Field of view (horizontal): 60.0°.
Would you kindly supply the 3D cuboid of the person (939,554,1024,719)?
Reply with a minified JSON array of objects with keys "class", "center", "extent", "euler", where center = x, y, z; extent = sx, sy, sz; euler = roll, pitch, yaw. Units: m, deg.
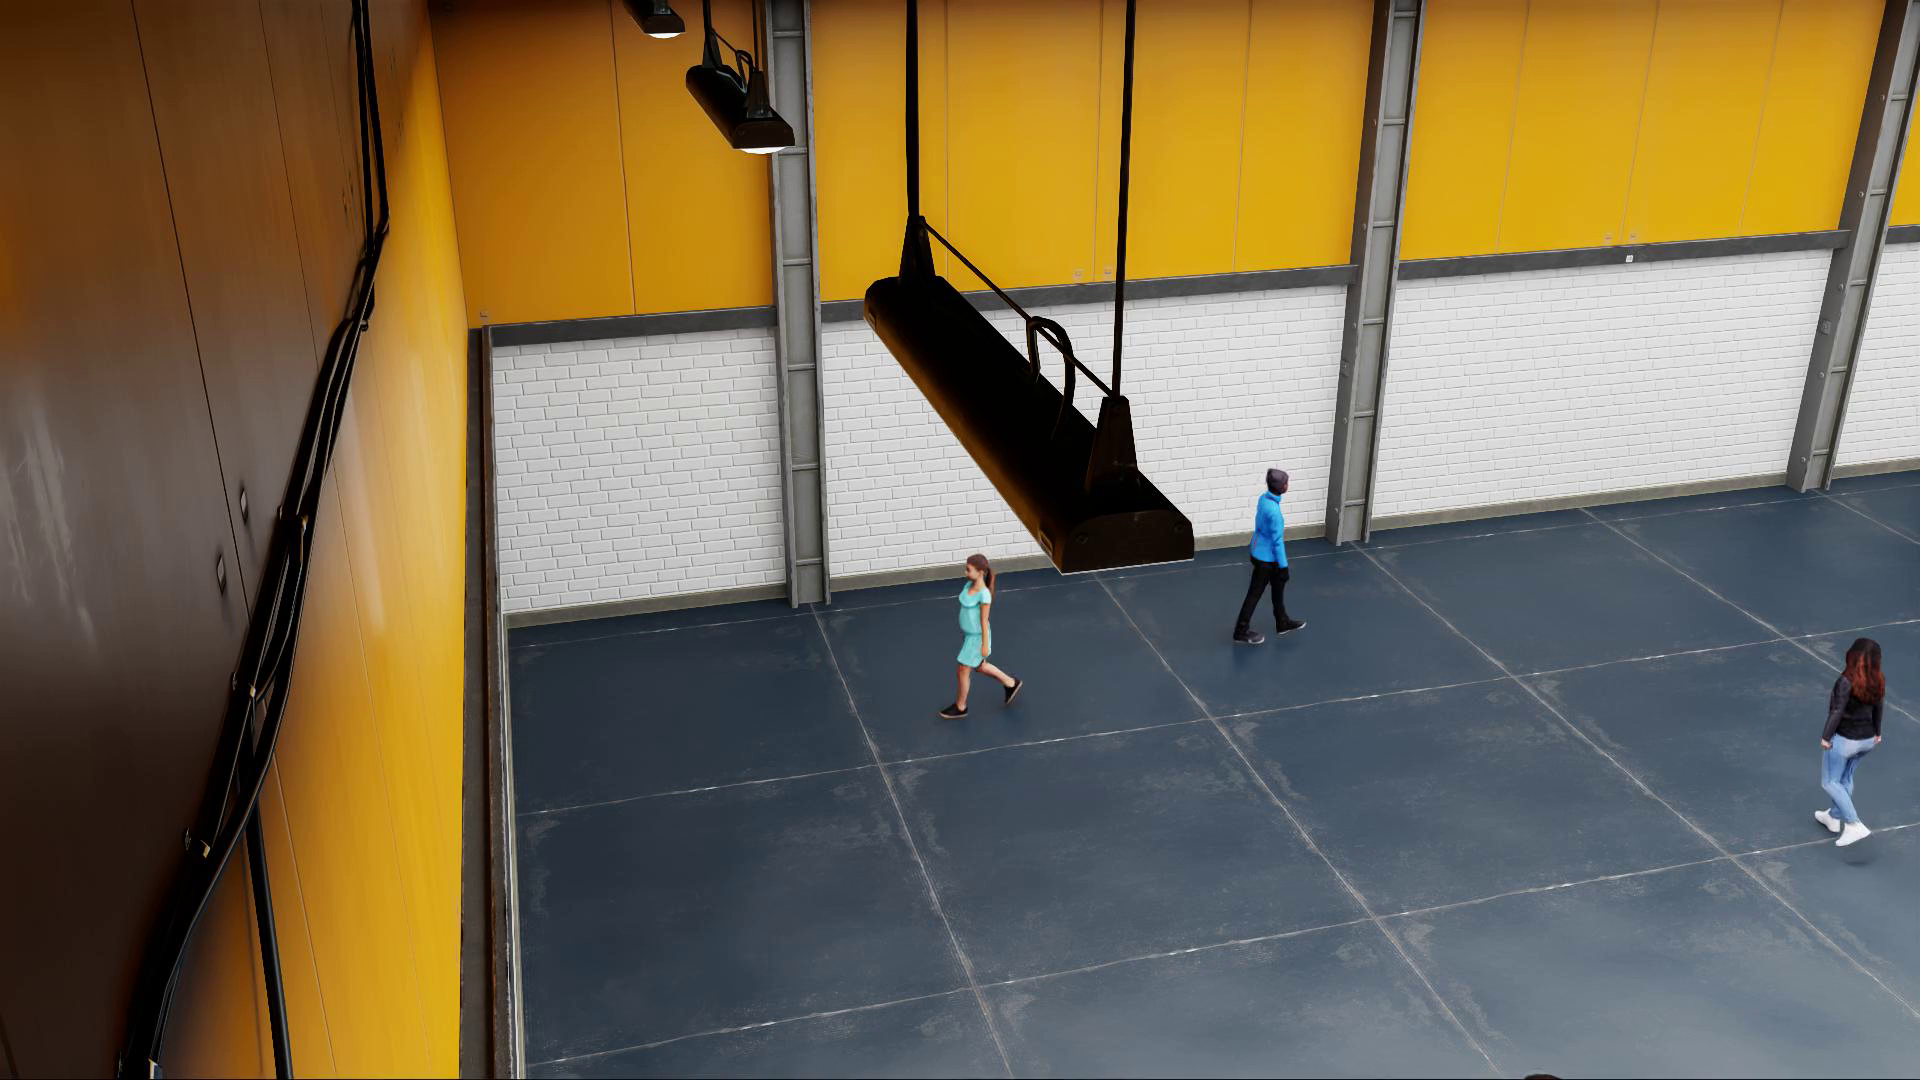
[{"class":"person","center":[0.211,0.835,14.454],"extent":[1.001,1.536,0.569],"euler":[-7,25,-16]}]

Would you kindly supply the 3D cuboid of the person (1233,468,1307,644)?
[{"class":"person","center":[2.784,0.170,15.685],"extent":[1.021,1.770,0.771],"euler":[-1,24,-2]}]

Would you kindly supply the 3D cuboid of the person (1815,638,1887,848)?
[{"class":"person","center":[6.856,1.553,12.713],"extent":[0.804,1.615,0.748],"euler":[-11,26,-23]}]
